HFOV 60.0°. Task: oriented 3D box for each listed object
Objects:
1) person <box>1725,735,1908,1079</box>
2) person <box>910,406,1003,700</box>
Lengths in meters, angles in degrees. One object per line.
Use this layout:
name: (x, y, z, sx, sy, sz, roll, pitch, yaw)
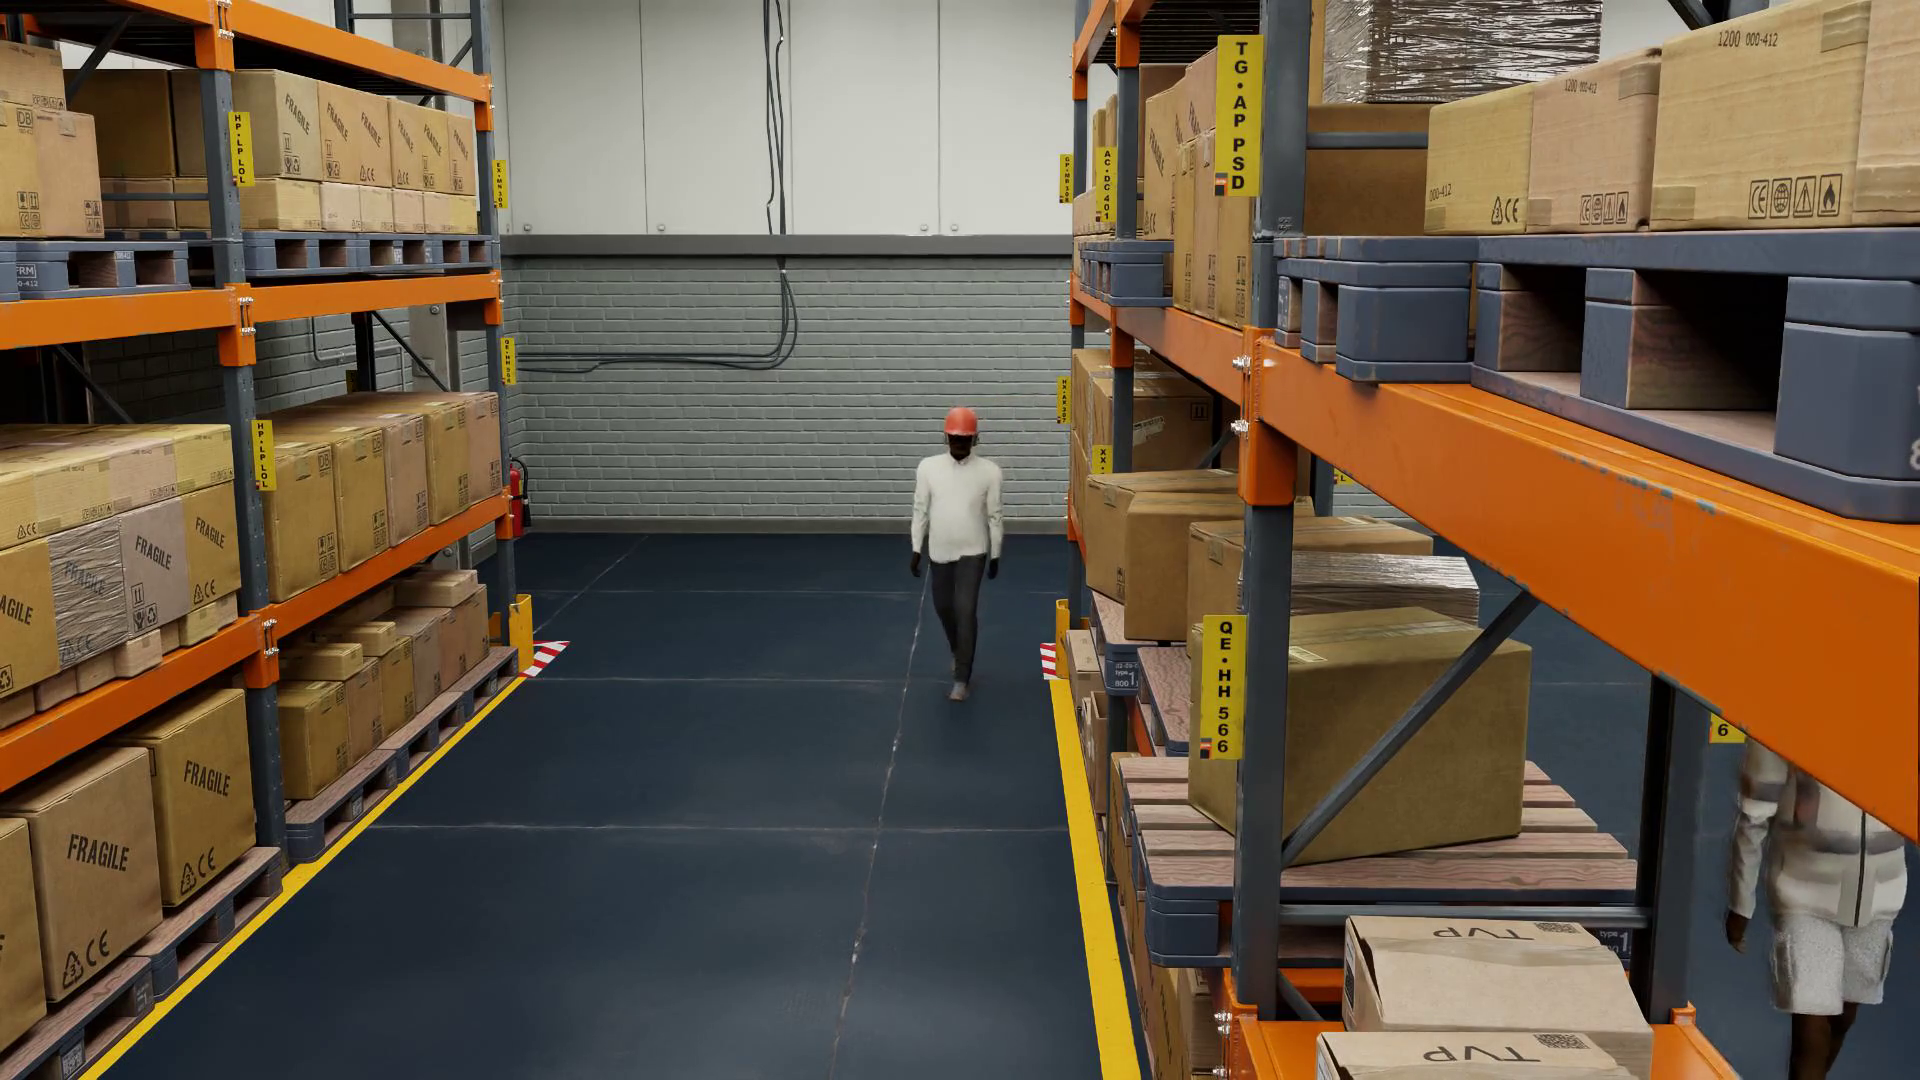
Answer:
person: (2.752, 1.135, 5.125, 0.632, 2.003, 0.863, 0, 10, 2)
person: (-0.005, 0.043, 11.416, 0.615, 1.962, 0.930, 2, 10, 13)
